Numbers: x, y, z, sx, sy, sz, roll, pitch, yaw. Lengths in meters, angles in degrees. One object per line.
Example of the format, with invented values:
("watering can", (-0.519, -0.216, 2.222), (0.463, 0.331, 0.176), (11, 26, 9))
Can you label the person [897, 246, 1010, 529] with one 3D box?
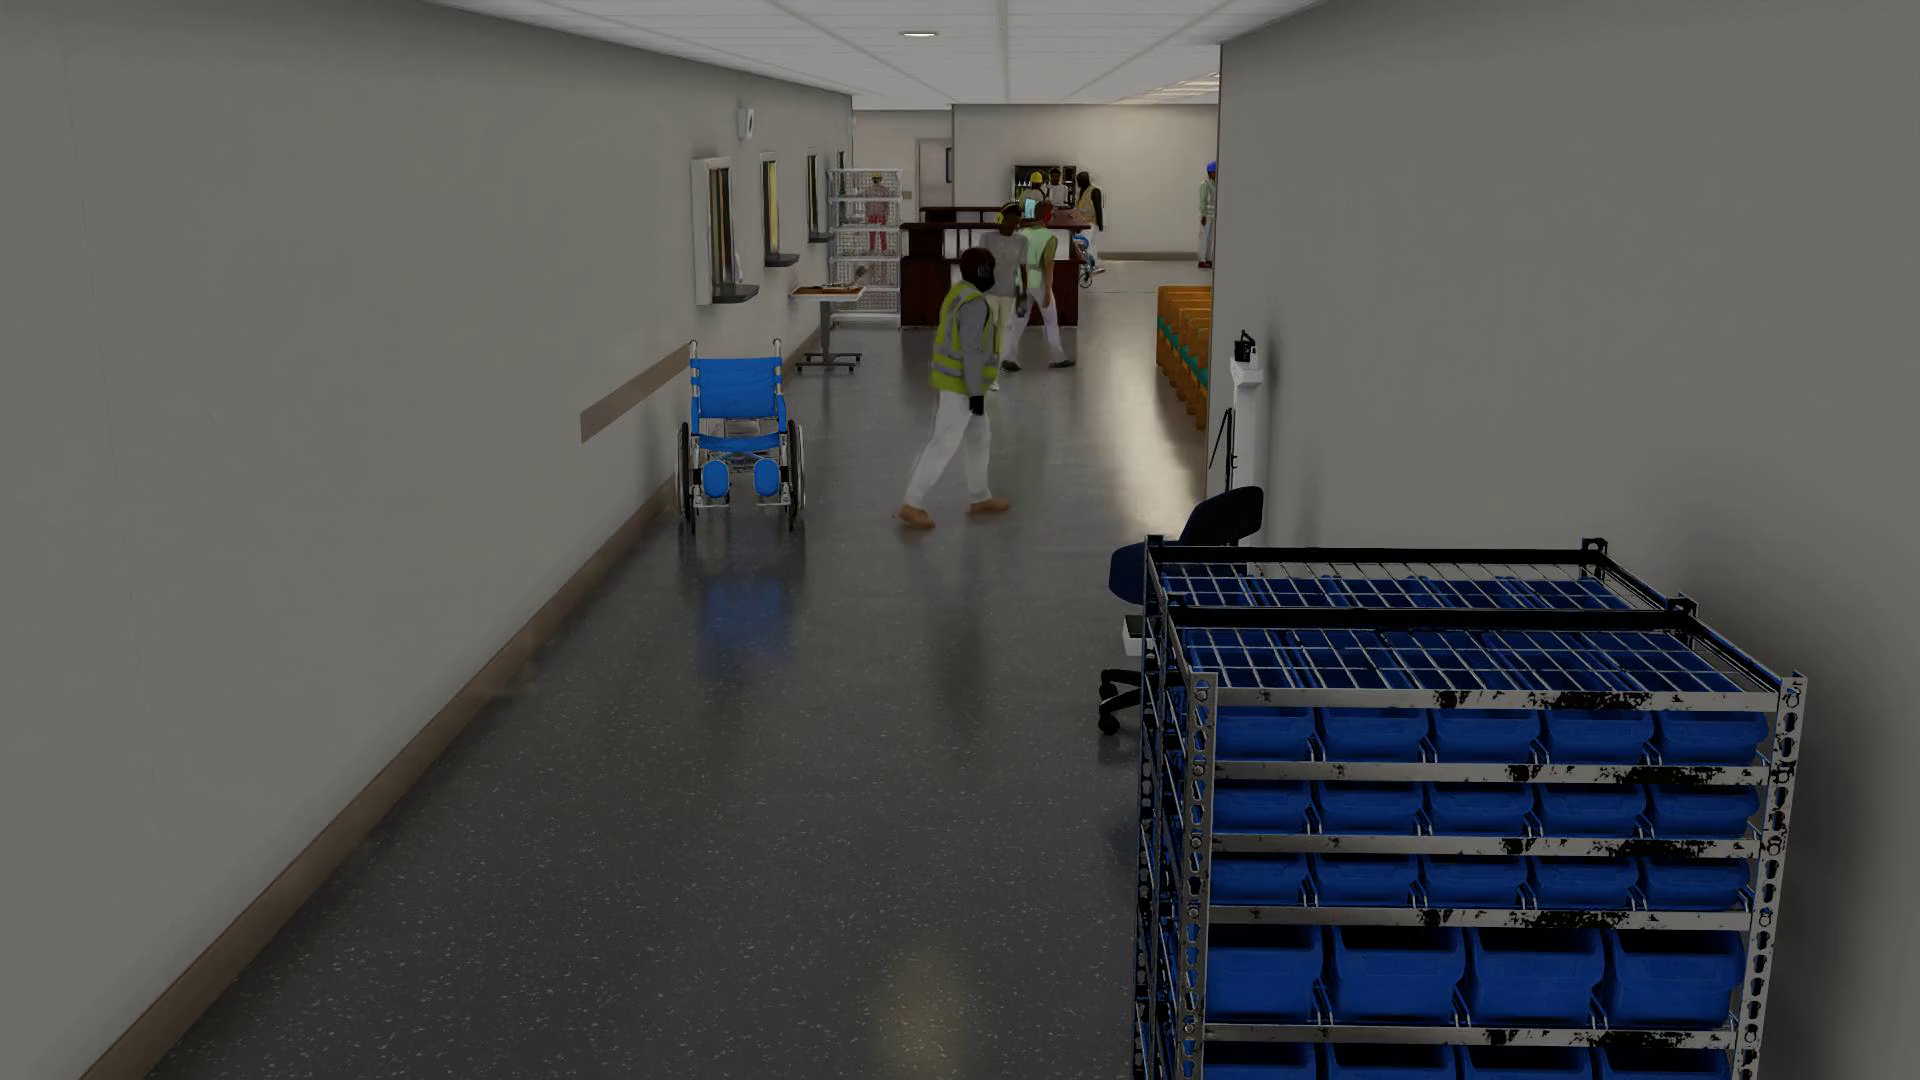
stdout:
("person", (-0.056, -0.996, 10.818), (0.790, 1.800, 0.669), (-1, 14, -5))

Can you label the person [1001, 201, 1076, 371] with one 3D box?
("person", (0.801, -2.685, 17.668), (0.983, 1.793, 0.589), (-12, 18, -40))

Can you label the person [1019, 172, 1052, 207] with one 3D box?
("person", (1.304, -5.419, 28.679), (0.596, 1.825, 0.404), (-1, 14, -2))

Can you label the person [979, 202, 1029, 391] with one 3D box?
("person", (0.368, -2.363, 16.236), (0.608, 1.833, 0.492), (-3, 14, -12))

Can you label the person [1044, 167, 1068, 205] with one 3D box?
("person", (1.709, -5.807, 30.162), (0.508, 1.865, 0.329), (0, 14, 0))

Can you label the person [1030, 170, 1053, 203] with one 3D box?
("person", (1.377, -5.441, 28.707), (0.507, 1.847, 0.345), (-13, 19, -41))

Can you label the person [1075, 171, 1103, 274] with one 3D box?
("person", (2.245, -5.601, 29.447), (0.562, 1.809, 0.659), (-6, 15, -24))

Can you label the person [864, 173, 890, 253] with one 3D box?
("person", (-1.636, -6.389, 32.715), (0.525, 1.772, 0.306), (4, 15, 17))

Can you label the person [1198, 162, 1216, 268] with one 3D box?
("person", (4.652, -6.044, 30.946), (0.402, 1.949, 0.605), (10, 17, 36))
